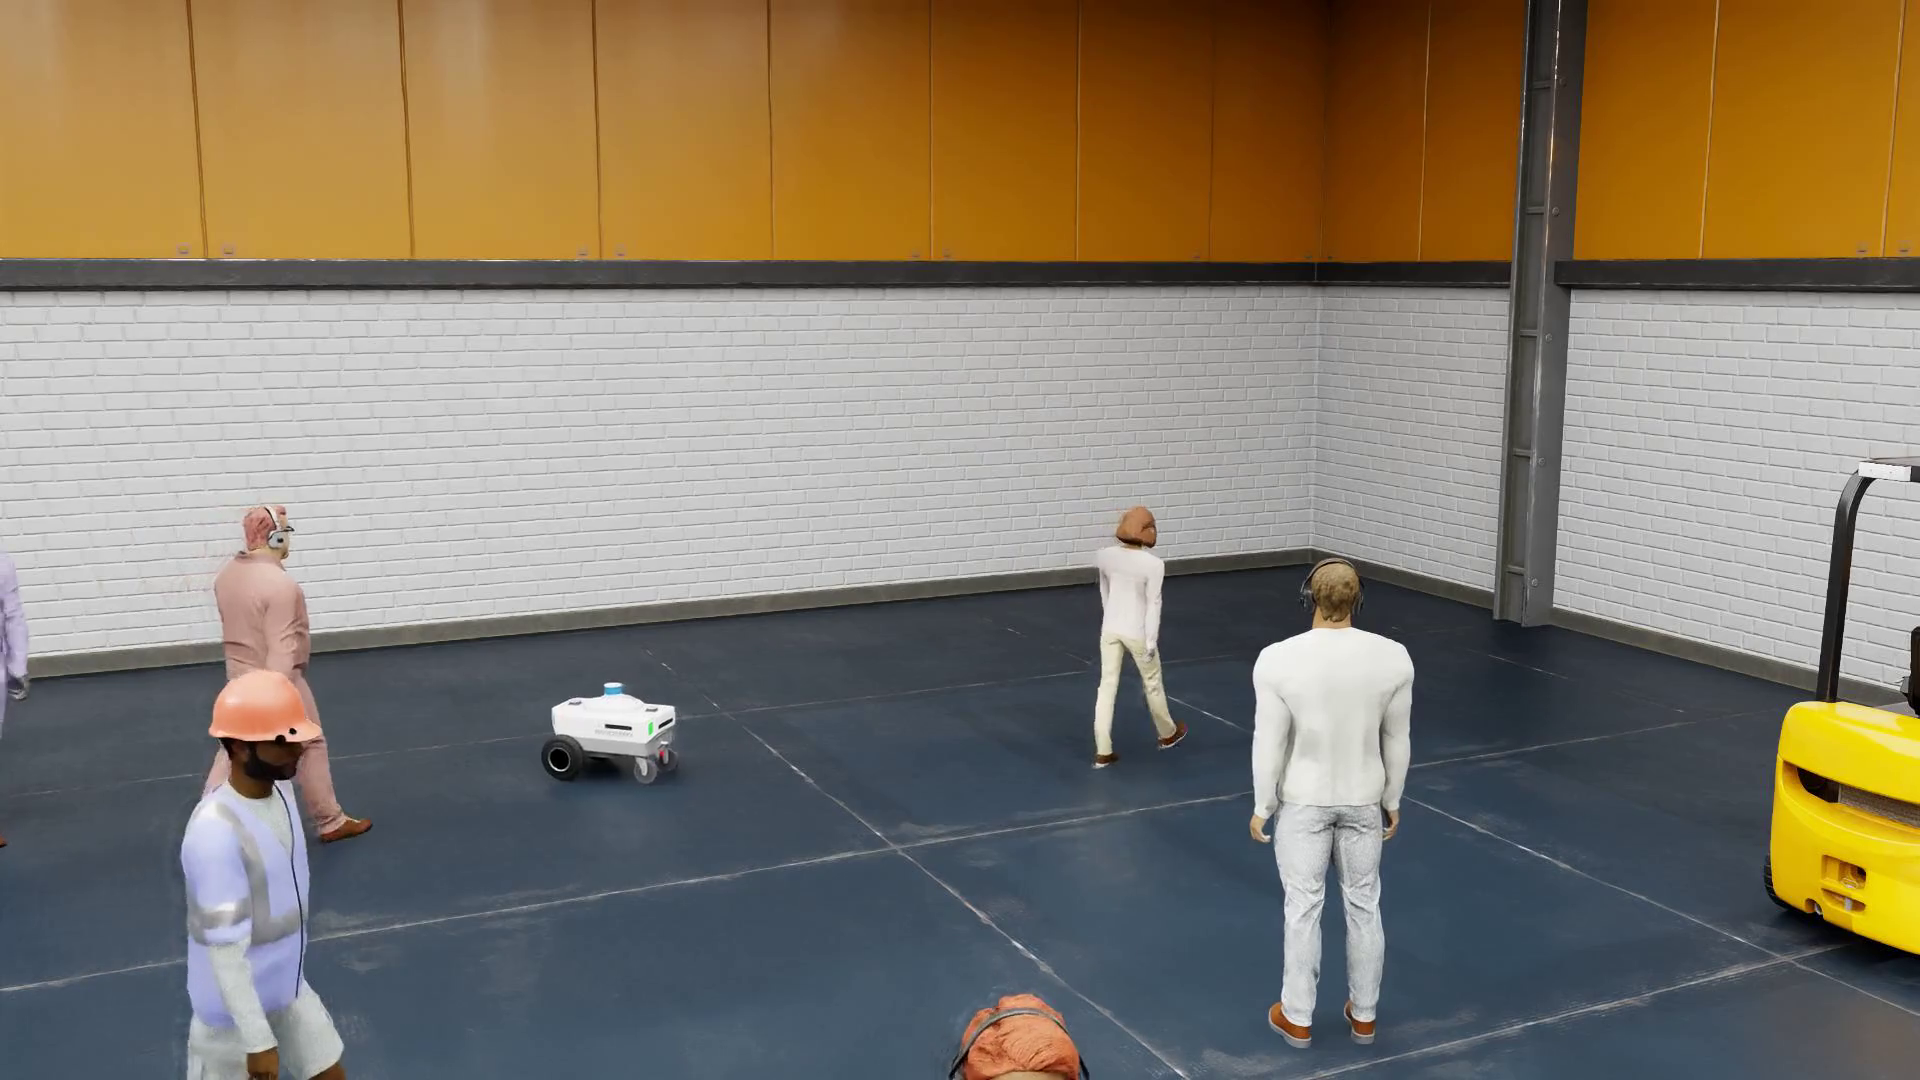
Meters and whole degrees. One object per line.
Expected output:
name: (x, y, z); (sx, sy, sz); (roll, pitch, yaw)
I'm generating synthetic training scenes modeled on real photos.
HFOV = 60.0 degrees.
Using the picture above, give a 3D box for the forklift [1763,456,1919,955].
forklift: (4.857, 0.731, 7.561); (2.313, 2.155, 1.214); (-4, 10, -25)

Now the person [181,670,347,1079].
person: (-1.973, 1.314, 4.875); (0.959, 1.887, 0.574); (0, 9, 2)

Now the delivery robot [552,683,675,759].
delivery robot: (-2.084, 1.105, 10.022); (0.707, 0.478, 0.477); (3, 10, 17)

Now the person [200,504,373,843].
person: (-3.589, 0.743, 8.556); (0.650, 1.859, 1.004); (6, 11, 34)

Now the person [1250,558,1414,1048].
person: (1.439, 1.028, 6.506); (0.627, 1.941, 0.374); (0, 9, -2)

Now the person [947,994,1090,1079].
person: (0.056, 1.646, 2.941); (0.568, 1.858, 0.800); (-1, 9, -5)

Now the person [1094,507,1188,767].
person: (1.109, 0.580, 10.374); (0.506, 1.589, 0.853); (7, 11, 36)

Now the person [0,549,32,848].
person: (-5.203, 0.704, 8.685); (0.429, 1.889, 0.641); (7, 12, 37)
